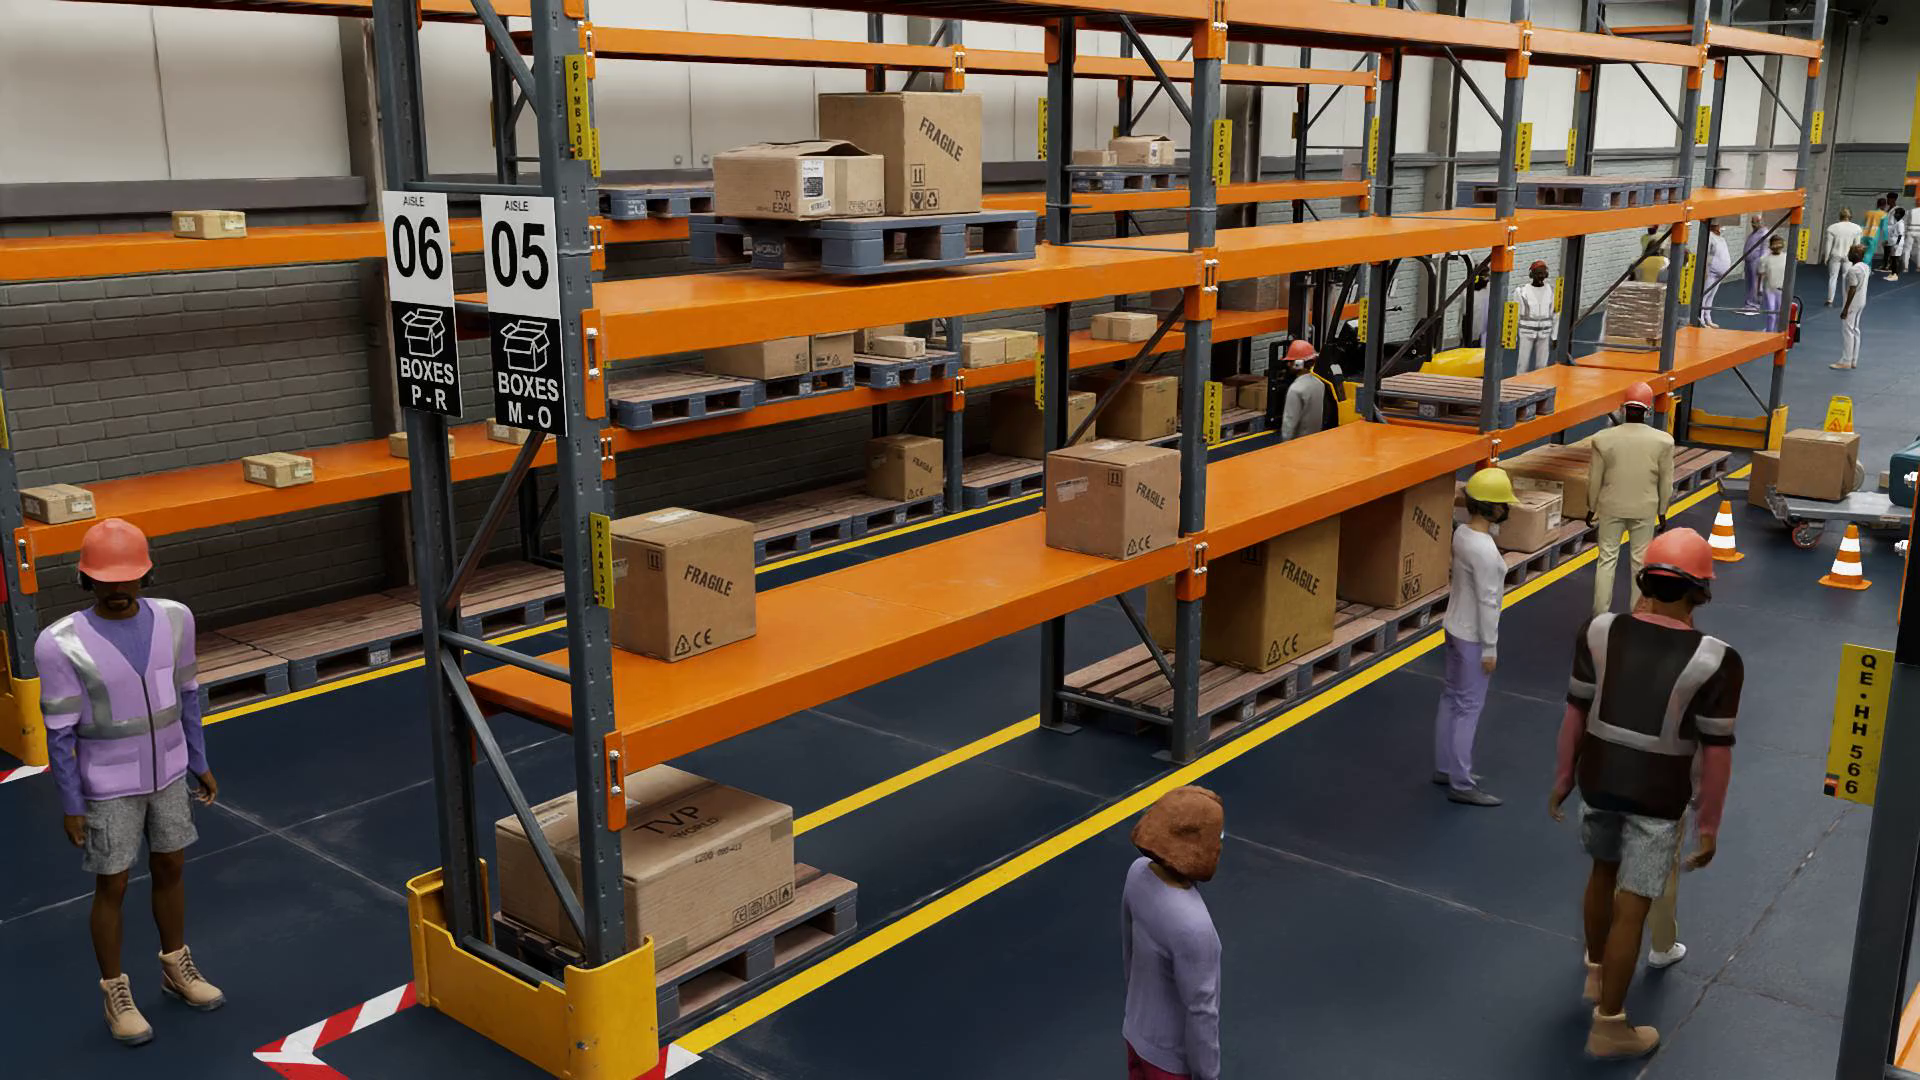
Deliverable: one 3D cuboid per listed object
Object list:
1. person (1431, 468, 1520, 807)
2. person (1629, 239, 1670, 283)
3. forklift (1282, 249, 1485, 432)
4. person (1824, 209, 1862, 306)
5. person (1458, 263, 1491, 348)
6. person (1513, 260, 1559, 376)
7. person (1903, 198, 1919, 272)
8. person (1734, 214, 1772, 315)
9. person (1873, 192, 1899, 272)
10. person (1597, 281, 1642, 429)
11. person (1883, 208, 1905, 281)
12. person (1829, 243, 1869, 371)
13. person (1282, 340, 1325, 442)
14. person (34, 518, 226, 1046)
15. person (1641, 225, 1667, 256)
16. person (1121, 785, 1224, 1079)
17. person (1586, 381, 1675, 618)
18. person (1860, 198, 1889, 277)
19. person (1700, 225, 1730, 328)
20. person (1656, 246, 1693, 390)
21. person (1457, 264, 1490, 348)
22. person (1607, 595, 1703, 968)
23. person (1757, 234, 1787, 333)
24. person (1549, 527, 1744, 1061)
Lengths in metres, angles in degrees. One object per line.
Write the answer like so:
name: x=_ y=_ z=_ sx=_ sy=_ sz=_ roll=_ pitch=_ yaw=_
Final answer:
person: x=2.680 y=0.493 z=8.630 sx=0.323 sy=1.767 sz=0.531 roll=0 pitch=14 yaw=-1
person: x=10.629 y=-3.719 z=25.649 sx=0.636 sy=1.824 sz=0.459 roll=6 pitch=15 yaw=23
forklift: x=4.886 y=-2.214 z=18.767 sx=2.313 sy=2.155 sz=1.214 roll=11 pitch=18 yaw=38
person: x=17.593 y=-5.634 z=33.225 sx=0.629 sy=1.937 sz=0.376 roll=5 pitch=15 yaw=18
person: x=6.666 y=-2.671 z=21.436 sx=0.501 sy=1.816 sz=0.809 roll=4 pitch=14 yaw=16
person: x=7.178 y=-2.550 z=20.801 sx=0.584 sy=1.880 sz=0.364 roll=0 pitch=14 yaw=2
person: x=23.814 y=-7.601 z=41.452 sx=0.573 sy=1.836 sz=0.951 roll=10 pitch=17 yaw=36
person: x=15.137 y=-5.248 z=31.726 sx=0.409 sy=1.903 sz=0.638 roll=0 pitch=14 yaw=-1
person: x=23.198 y=-7.680 z=41.499 sx=0.373 sy=1.962 sz=0.607 roll=1 pitch=14 yaw=5
person: x=7.581 y=-2.058 z=19.001 sx=0.612 sy=1.783 sz=0.880 roll=11 pitch=17 yaw=37
person: x=21.918 y=-6.918 z=38.950 sx=0.317 sy=1.695 sz=0.537 roll=4 pitch=14 yaw=17
person: x=13.052 y=-3.407 z=24.346 sx=0.520 sy=1.843 sz=0.331 roll=-12 pitch=18 yaw=-41
person: x=2.841 y=-0.803 z=13.956 sx=0.346 sy=1.745 sz=0.574 roll=9 pitch=16 yaw=32
person: x=-3.144 y=0.907 z=6.378 sx=0.394 sy=2.040 sz=0.610 roll=9 pitch=17 yaw=33
person: x=13.283 y=-5.270 z=31.981 sx=0.820 sy=1.814 sz=0.577 roll=-8 pitch=16 yaw=-29
person: x=0.622 y=1.488 z=4.850 sx=0.279 sy=1.633 sz=0.499 roll=-4 pitch=14 yaw=-16
person: x=4.661 y=-0.234 z=11.610 sx=0.561 sy=1.752 sz=0.327 roll=5 pitch=15 yaw=20
person: x=21.973 y=-7.244 z=39.894 sx=0.832 sy=1.880 sz=0.605 roll=-5 pitch=15 yaw=-19
person: x=13.301 y=-4.739 z=29.362 sx=0.675 sy=2.000 sz=0.537 roll=-13 pitch=19 yaw=-43
person: x=9.650 y=-2.978 z=22.403 sx=0.633 sy=1.938 sz=0.356 roll=1 pitch=14 yaw=3
person: x=6.299 y=-2.460 z=20.471 sx=0.327 sy=1.861 sz=0.508 roll=10 pitch=17 yaw=35
person: x=2.863 y=0.976 z=6.936 sx=0.498 sy=1.633 sz=0.284 roll=10 pitch=17 yaw=36
person: x=13.036 y=-3.963 z=26.604 sx=0.548 sy=1.839 sz=0.667 roll=1 pitch=14 yaw=5
person: x=2.603 y=0.947 z=6.320 sx=0.747 sy=2.002 sz=0.643 roll=-13 pitch=19 yaw=-43
